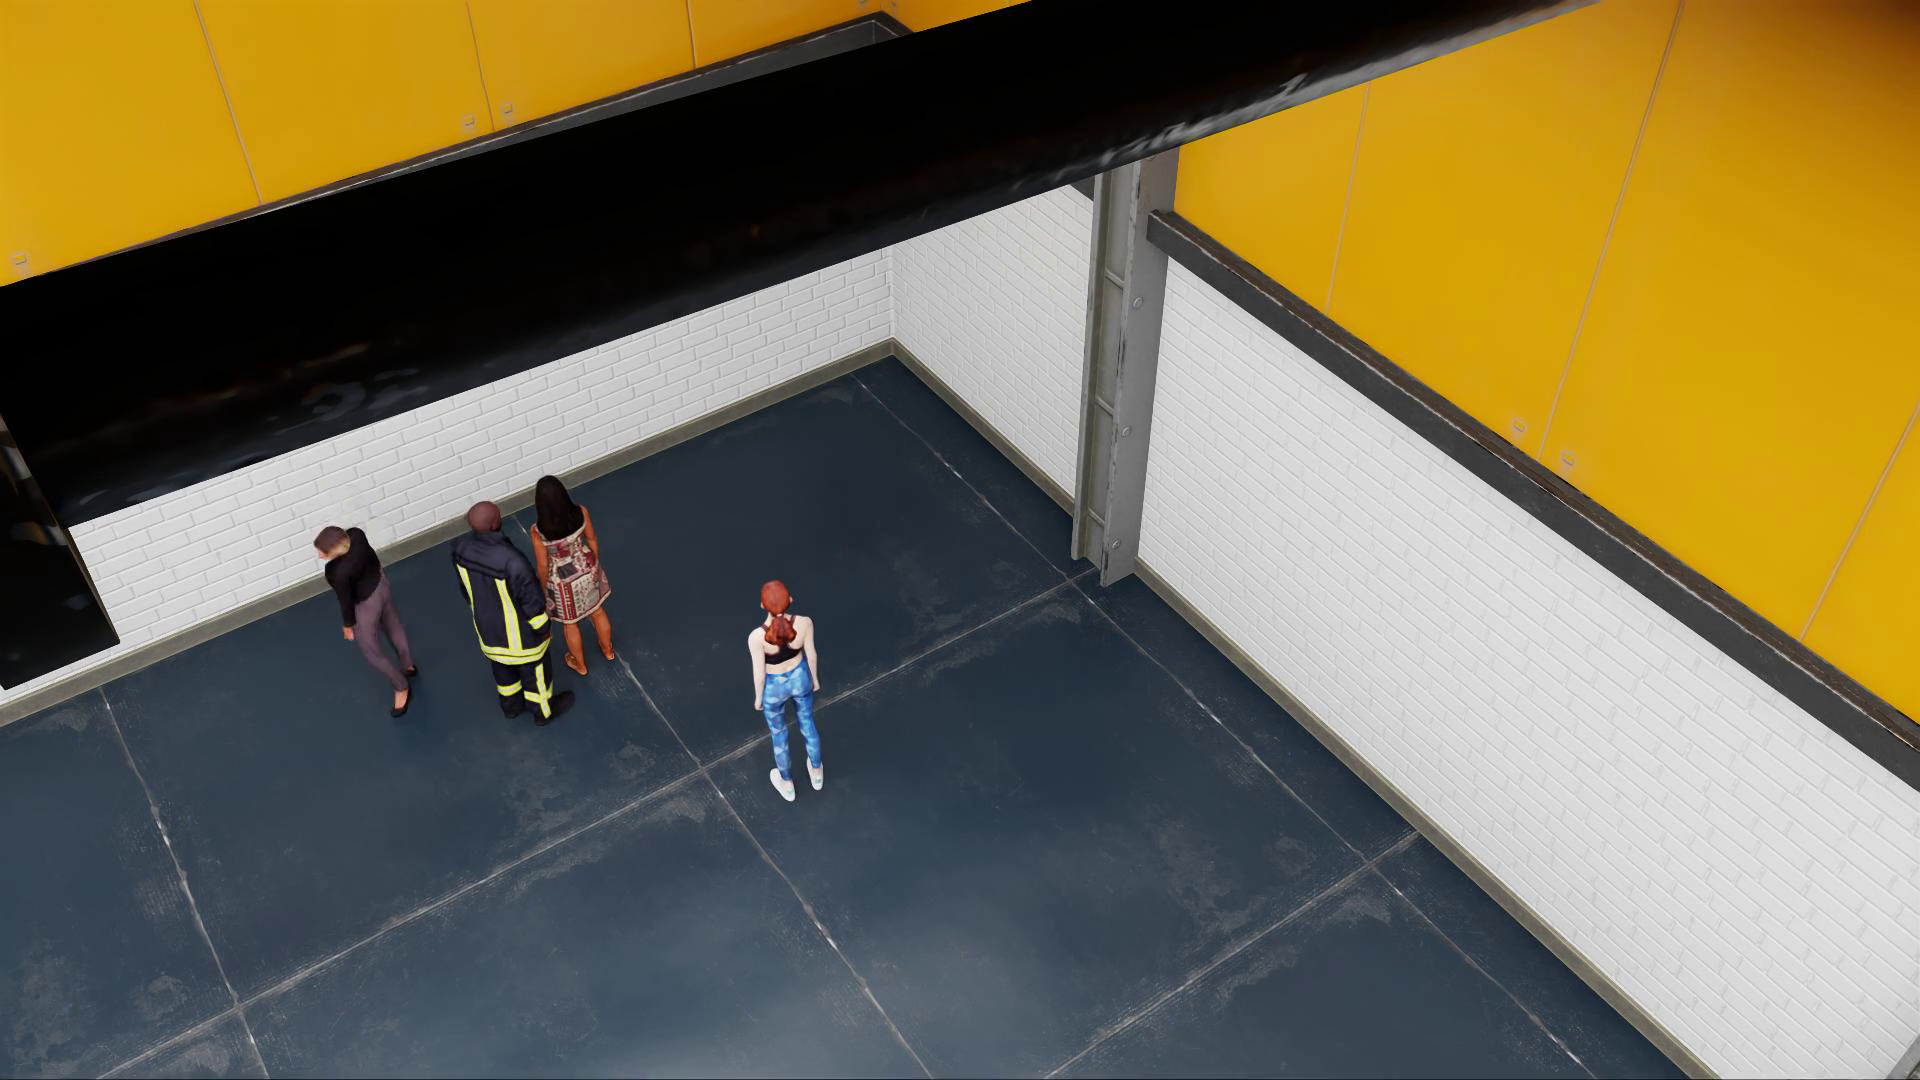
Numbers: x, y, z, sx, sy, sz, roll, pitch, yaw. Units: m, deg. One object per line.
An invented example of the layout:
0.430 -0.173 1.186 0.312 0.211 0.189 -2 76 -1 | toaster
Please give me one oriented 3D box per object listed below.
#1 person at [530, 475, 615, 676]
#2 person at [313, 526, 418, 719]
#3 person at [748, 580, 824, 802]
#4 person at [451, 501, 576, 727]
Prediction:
-2.545 0.228 10.863 0.660 1.645 0.534 -29 51 -27 | person
-3.745 0.400 10.688 0.798 1.637 0.727 15 46 15 | person
-1.052 0.908 10.048 0.607 1.784 0.598 -18 46 -18 | person
-2.850 0.459 10.493 0.807 1.822 0.921 17 46 17 | person
